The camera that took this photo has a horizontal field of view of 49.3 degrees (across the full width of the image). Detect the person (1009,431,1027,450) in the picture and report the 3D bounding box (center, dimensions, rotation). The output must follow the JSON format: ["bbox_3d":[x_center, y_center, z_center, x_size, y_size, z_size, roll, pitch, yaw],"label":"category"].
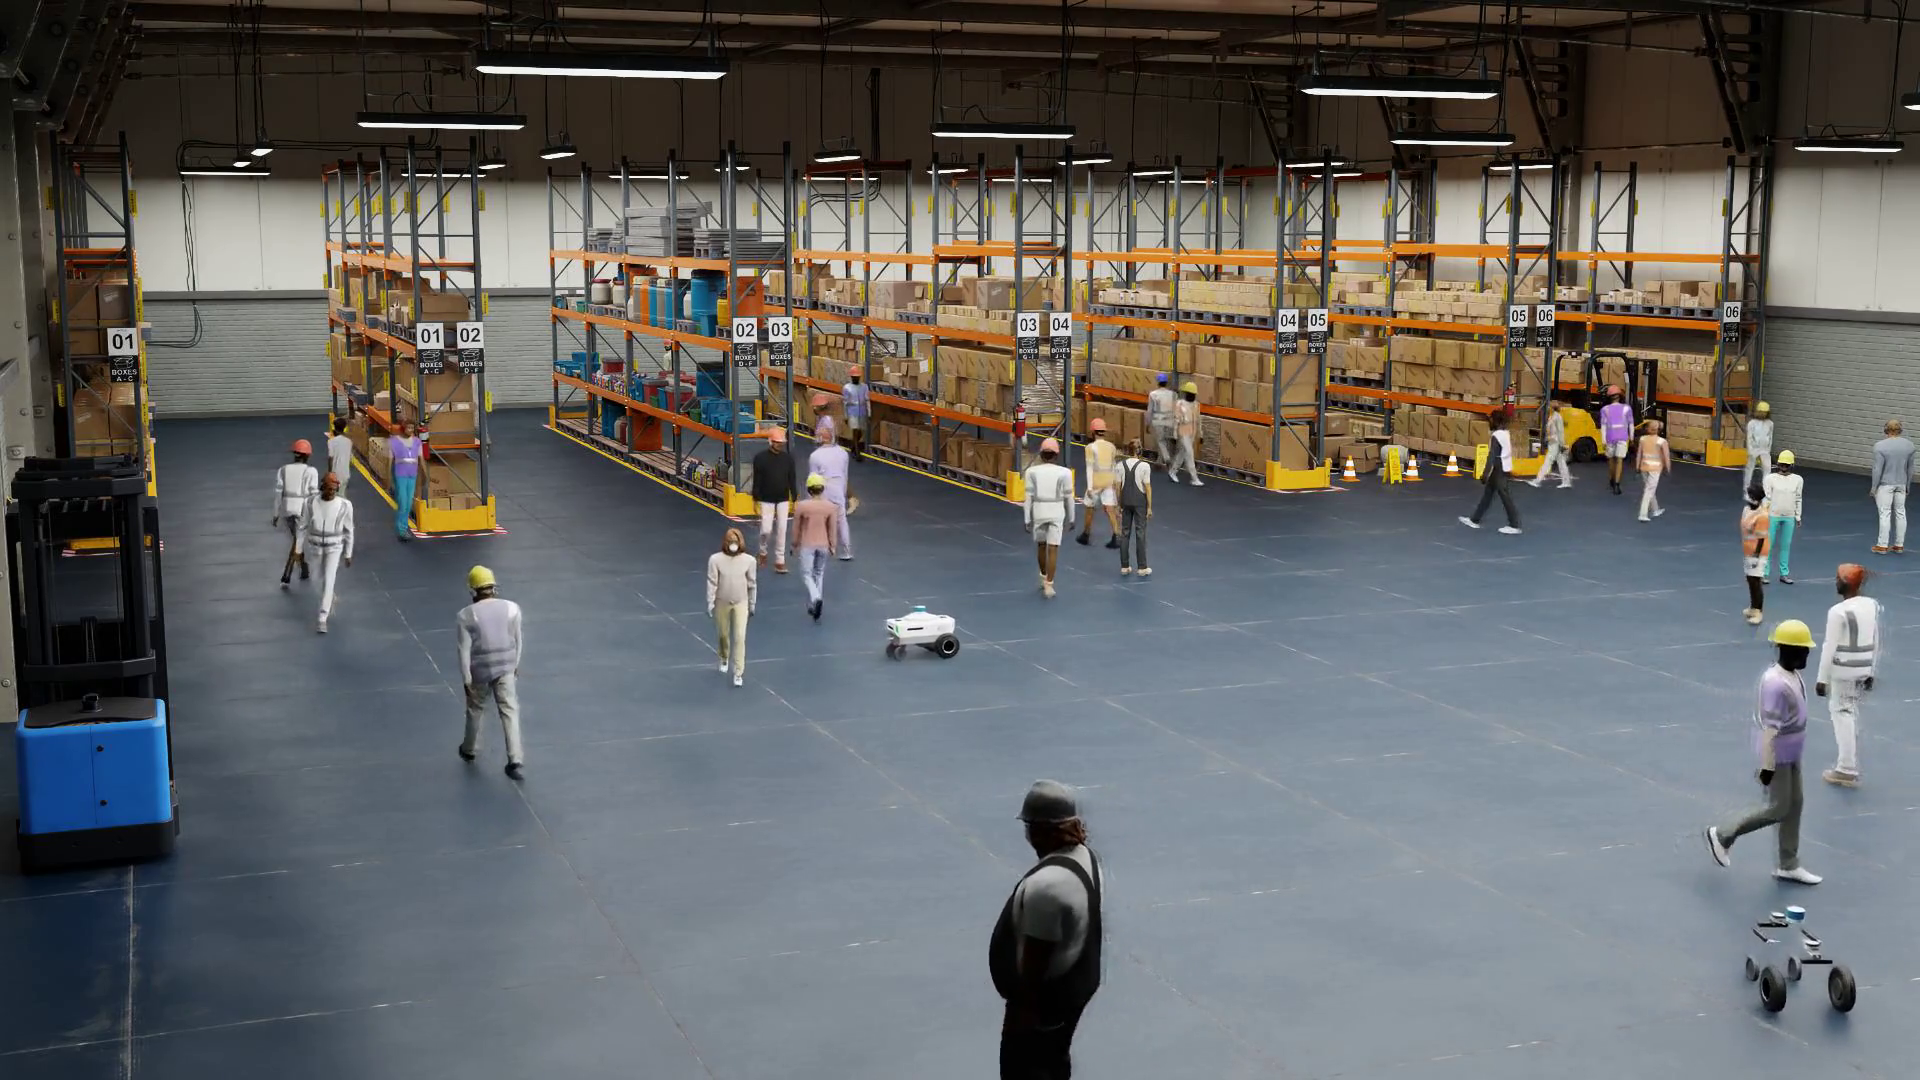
[{"bbox_3d":[1.167,-2.621,42.765,0.635,1.815,0.535,-2,9,-10],"label":"person"}]

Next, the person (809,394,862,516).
[{"bbox_3d":[-2.088,-1.355,33.687,0.948,2.009,0.611,-3,9,-19],"label":"person"}]

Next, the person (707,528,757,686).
[{"bbox_3d":[-2.352,0.650,21.609,0.510,1.606,0.751,-1,9,-7],"label":"person"}]

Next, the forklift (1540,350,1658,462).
[{"bbox_3d":[12.897,-2.725,42.309,2.313,2.155,1.214,-3,9,-21],"label":"forklift"}]

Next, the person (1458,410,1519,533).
[{"bbox_3d":[8.153,-1.055,32.099,0.982,1.864,0.621,4,10,26],"label":"person"}]

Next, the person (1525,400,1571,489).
[{"bbox_3d":[10.515,-1.693,37.289,0.885,1.581,0.549,0,9,3],"label":"person"}]

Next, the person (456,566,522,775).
[{"bbox_3d":[-4.039,1.107,18.011,0.604,1.783,0.948,-5,10,-31],"label":"person"}]

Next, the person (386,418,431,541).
[{"bbox_3d":[-8.263,-0.912,31.317,0.624,1.813,0.582,7,11,41],"label":"person"}]

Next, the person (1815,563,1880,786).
[{"bbox_3d":[7.401,1.117,17.611,0.604,1.870,0.494,-6,10,-34],"label":"person"}]

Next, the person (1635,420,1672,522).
[{"bbox_3d":[11.070,-1.102,33.294,0.834,1.593,0.548,-6,10,-34],"label":"person"}]

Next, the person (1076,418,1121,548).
[{"bbox_3d":[2.059,-0.830,30.557,0.562,1.892,0.987,-5,10,-30],"label":"person"}]

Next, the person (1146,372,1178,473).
[{"bbox_3d":[3.869,-2.227,39.768,0.607,1.923,0.868,-3,9,-22],"label":"person"}]

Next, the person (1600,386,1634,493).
[{"bbox_3d":[11.574,-1.776,36.955,0.557,1.865,1.042,3,9,22],"label":"person"}]

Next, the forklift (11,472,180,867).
[{"bbox_3d":[-6.630,0.886,15.957,1.129,2.768,1.873,-3,9,-21],"label":"forklift"}]

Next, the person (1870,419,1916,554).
[{"bbox_3d":[13.326,-0.768,29.974,0.629,1.937,0.379,-1,9,-8],"label":"person"}]

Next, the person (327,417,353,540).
[{"bbox_3d":[-9.267,-0.907,31.225,0.398,1.831,0.575,4,10,27],"label":"person"}]

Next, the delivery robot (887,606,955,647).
[{"bbox_3d":[-0.430,0.962,22.857,0.707,0.478,0.477,-3,9,-21],"label":"delivery robot"}]

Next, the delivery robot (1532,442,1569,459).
[{"bbox_3d":[11.606,-1.783,41.156,0.477,0.478,0.707,-6,11,-37],"label":"delivery robot"}]

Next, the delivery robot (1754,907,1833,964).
[{"bbox_3d":[5.077,2.352,12.727,0.335,0.223,0.698,0,8,0],"label":"delivery robot"}]

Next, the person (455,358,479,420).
[{"bbox_3d":[-11.436,-3.607,48.708,0.622,1.992,0.396,-2,9,-12],"label":"person"}]

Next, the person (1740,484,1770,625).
[{"bbox_3d":[9.389,0.144,24.788,0.356,1.664,0.686,0,9,2],"label":"person"}]

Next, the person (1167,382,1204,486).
[{"bbox_3d":[4.104,-1.948,38.060,0.597,1.879,0.982,-7,11,-39],"label":"person"}]

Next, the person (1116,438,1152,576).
[{"bbox_3d":[2.343,-0.444,28.140,0.504,1.839,0.344,4,10,27],"label":"person"}]

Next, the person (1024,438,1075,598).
[{"bbox_3d":[1.156,-0.306,26.685,0.623,1.998,1.002,2,9,13],"label":"person"}]

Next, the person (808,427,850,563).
[{"bbox_3d":[-1.854,-0.635,29.230,0.669,1.905,0.404,-7,11,-39],"label":"person"}]

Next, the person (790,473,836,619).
[{"bbox_3d":[-1.721,0.073,25.004,0.532,1.742,0.725,-3,9,-21],"label":"person"}]

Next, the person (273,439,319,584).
[{"bbox_3d":[-8.763,-0.376,27.577,0.597,1.887,0.957,2,9,13],"label":"person"}]

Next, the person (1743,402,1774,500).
[{"bbox_3d":[13.571,-1.481,35.510,0.500,1.703,0.874,-1,9,-4],"label":"person"}]

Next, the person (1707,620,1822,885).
[{"bbox_3d":[5.809,1.497,14.981,0.704,1.908,0.591,5,10,32],"label":"person"}]

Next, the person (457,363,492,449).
[{"bbox_3d":[-10.261,-2.788,43.806,1.157,1.859,0.617,4,9,22],"label":"person"}]

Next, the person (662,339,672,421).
[{"bbox_3d":[-6.993,-3.889,50.624,0.406,1.987,0.616,4,9,25],"label":"person"}]

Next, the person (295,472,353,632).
[{"bbox_3d":[-7.388,0.110,24.398,0.666,1.852,0.748,-1,9,-7],"label":"person"}]

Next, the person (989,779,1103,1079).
[{"bbox_3d":[0.450,2.170,10.178,0.619,2.000,0.699,3,9,22],"label":"person"}]

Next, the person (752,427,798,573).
[{"bbox_3d":[-2.501,-0.551,28.361,0.644,1.981,0.462,-4,9,-25],"label":"person"}]

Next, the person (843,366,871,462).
[{"bbox_3d":[-2.091,-2.542,41.884,0.544,1.914,0.870,-4,9,-26],"label":"person"}]

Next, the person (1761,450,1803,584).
[{"bbox_3d":[10.775,-0.302,27.451,0.523,1.763,0.329,0,9,1],"label":"person"}]
